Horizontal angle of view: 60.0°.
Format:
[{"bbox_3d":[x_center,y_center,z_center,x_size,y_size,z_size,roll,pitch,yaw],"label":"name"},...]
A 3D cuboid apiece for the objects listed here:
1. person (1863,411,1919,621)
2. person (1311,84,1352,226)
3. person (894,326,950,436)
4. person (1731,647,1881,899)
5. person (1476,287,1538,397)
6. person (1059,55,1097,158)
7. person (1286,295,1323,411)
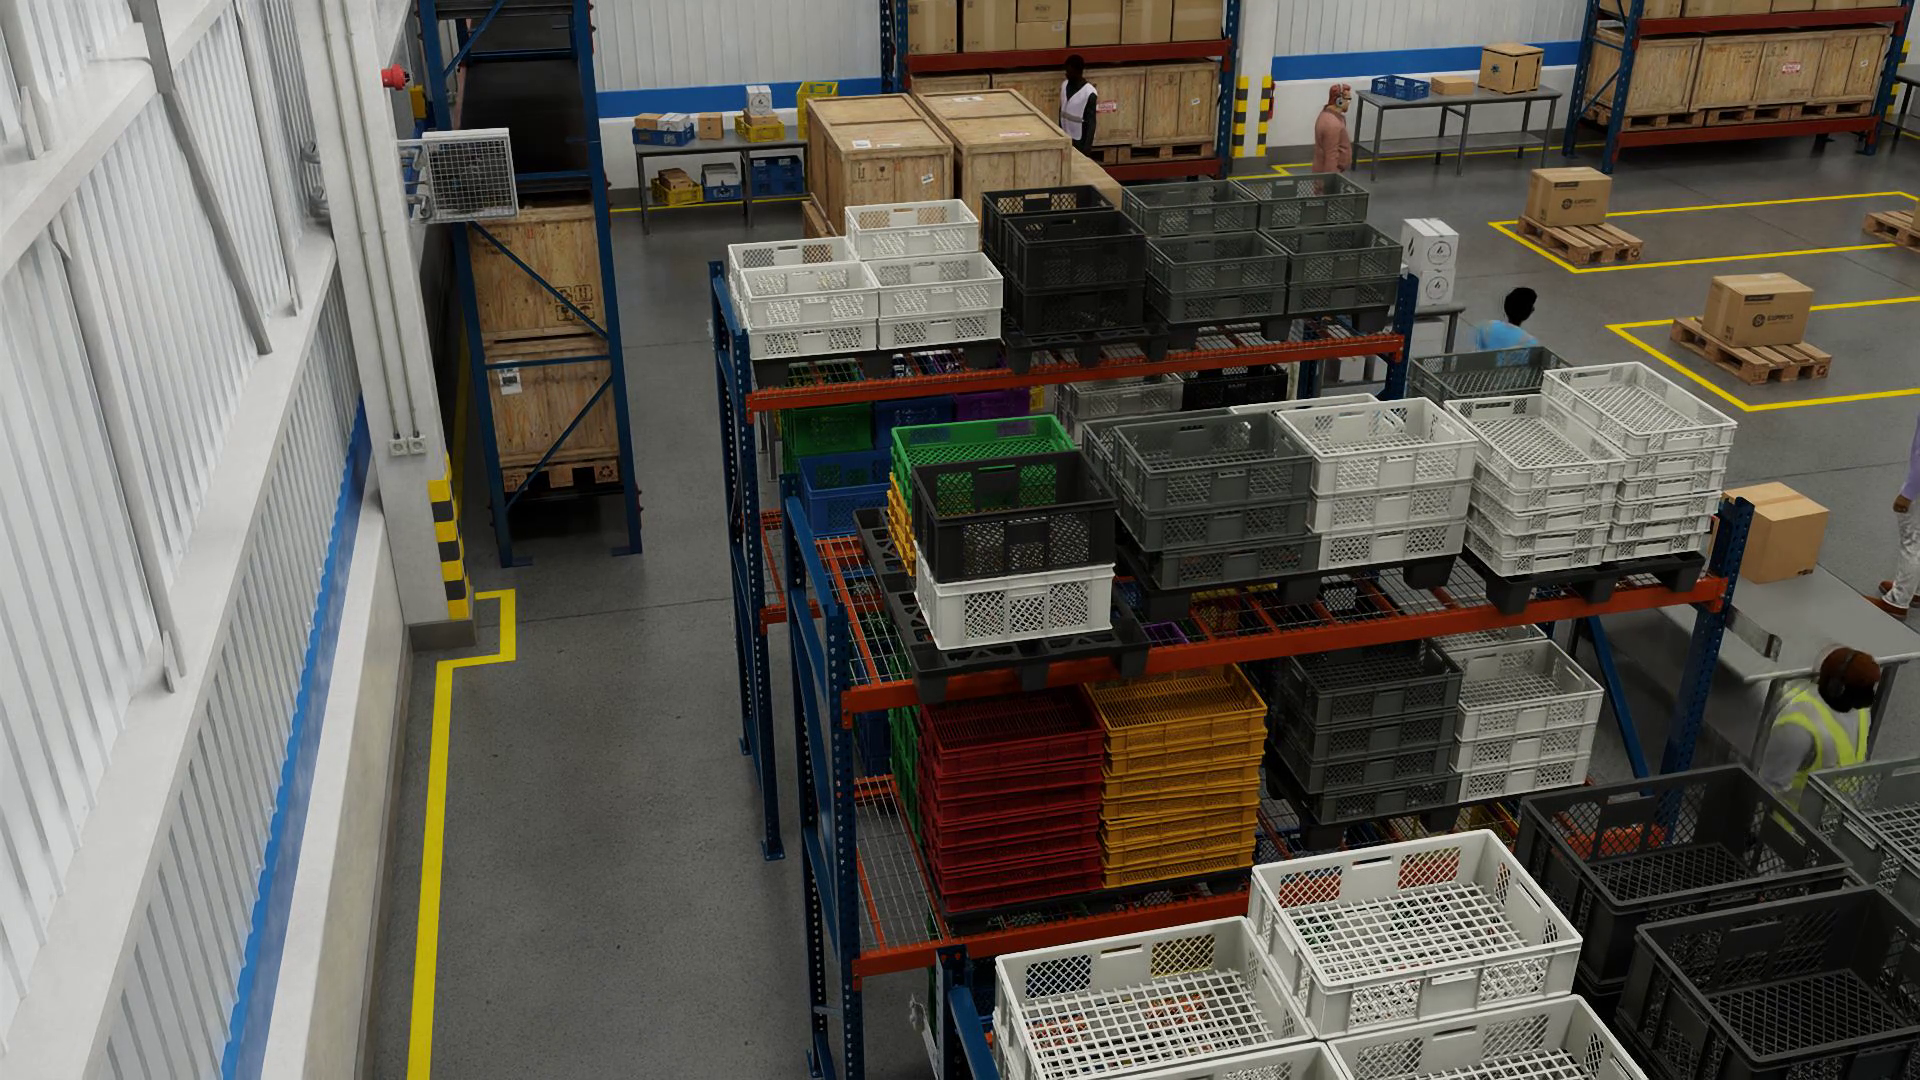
[{"bbox_3d":[6.392,-0.382,10.970,0.629,1.937,0.377,-19,33,-32],"label":"person"},{"bbox_3d":[3.928,-3.872,17.633,0.405,1.899,0.644,3,28,6],"label":"person"},{"bbox_3d":[-0.280,-0.862,11.937,0.360,1.883,0.574,19,33,32],"label":"person"},{"bbox_3d":[4.093,1.322,7.886,0.638,1.789,0.954,-22,35,-35],"label":"person"},{"bbox_3d":[4.207,-1.127,12.672,0.780,1.658,0.542,-13,30,-23],"label":"person"},{"bbox_3d":[1.318,-4.549,18.901,0.392,1.912,0.587,-18,33,-30],"label":"person"},{"bbox_3d":[2.710,-1.494,13.165,0.316,1.858,0.516,-5,28,-9],"label":"person"}]
